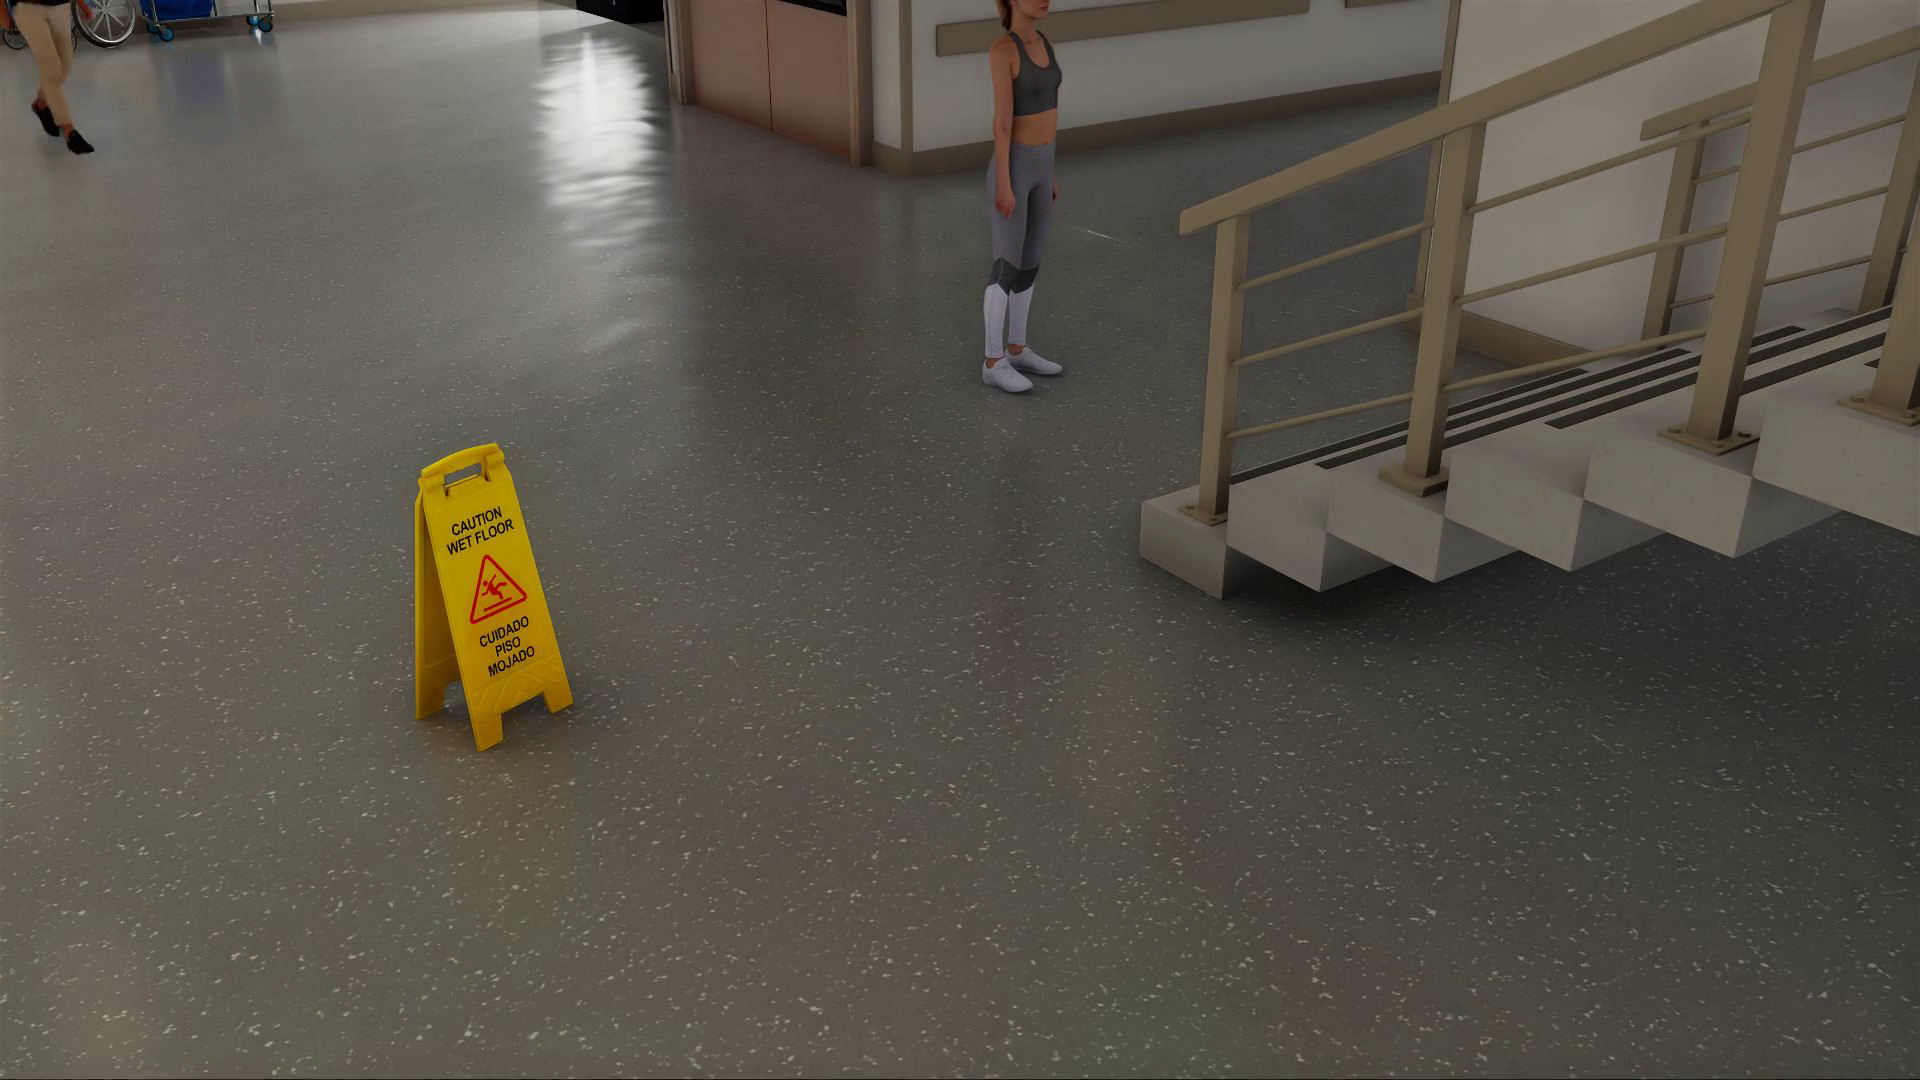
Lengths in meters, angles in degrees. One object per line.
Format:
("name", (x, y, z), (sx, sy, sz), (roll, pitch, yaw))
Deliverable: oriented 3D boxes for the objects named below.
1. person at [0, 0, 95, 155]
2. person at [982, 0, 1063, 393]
("person", (-5.964, -3.433, 10.702), (1.212, 1.821, 0.903), (16, 30, 30))
("person", (0.248, -1.470, 6.767), (0.643, 1.703, 0.647), (16, 30, 30))
